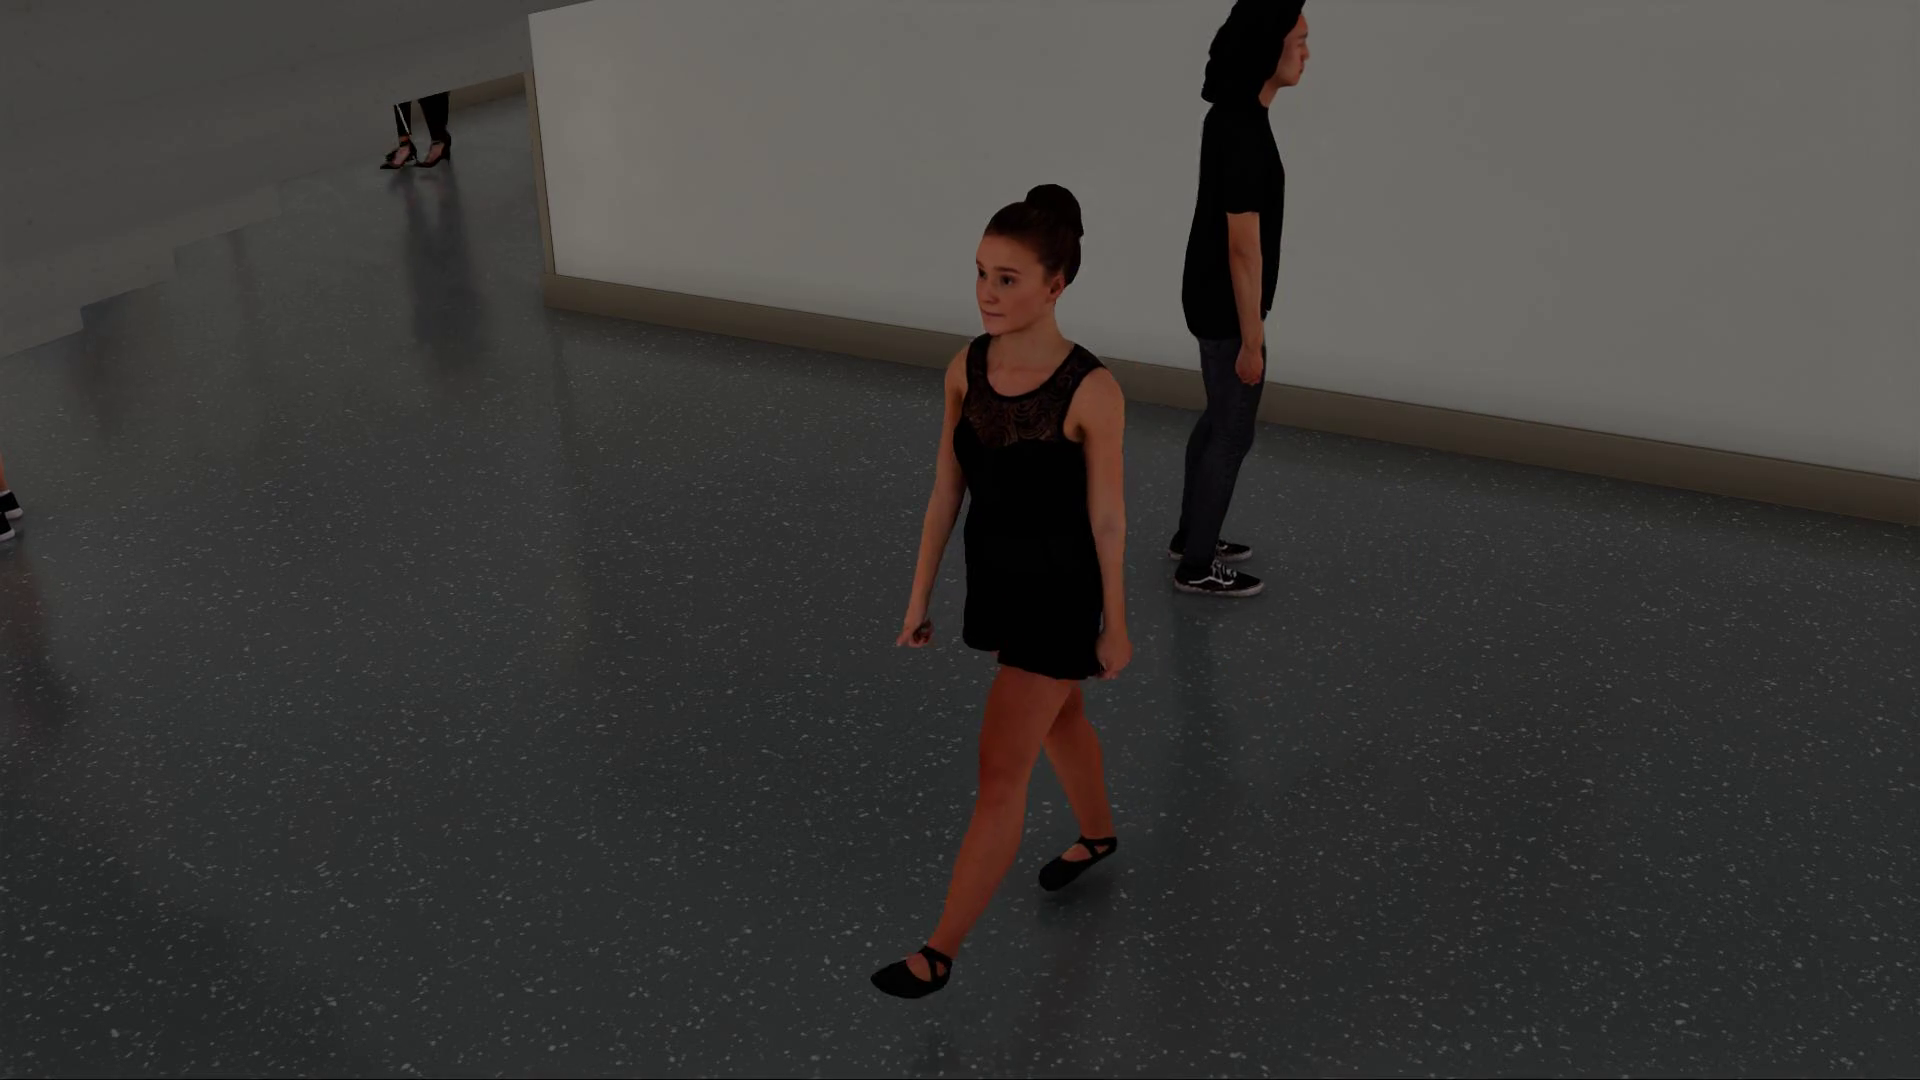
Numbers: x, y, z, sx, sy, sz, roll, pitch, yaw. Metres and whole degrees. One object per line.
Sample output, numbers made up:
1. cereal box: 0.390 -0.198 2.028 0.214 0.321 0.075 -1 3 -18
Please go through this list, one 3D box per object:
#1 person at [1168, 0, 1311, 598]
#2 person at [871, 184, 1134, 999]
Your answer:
1. person: 0.786 -0.702 4.925 0.677 1.823 0.704 0 26 0
2. person: 0.212 0.097 3.496 1.078 1.639 0.904 23 34 39
